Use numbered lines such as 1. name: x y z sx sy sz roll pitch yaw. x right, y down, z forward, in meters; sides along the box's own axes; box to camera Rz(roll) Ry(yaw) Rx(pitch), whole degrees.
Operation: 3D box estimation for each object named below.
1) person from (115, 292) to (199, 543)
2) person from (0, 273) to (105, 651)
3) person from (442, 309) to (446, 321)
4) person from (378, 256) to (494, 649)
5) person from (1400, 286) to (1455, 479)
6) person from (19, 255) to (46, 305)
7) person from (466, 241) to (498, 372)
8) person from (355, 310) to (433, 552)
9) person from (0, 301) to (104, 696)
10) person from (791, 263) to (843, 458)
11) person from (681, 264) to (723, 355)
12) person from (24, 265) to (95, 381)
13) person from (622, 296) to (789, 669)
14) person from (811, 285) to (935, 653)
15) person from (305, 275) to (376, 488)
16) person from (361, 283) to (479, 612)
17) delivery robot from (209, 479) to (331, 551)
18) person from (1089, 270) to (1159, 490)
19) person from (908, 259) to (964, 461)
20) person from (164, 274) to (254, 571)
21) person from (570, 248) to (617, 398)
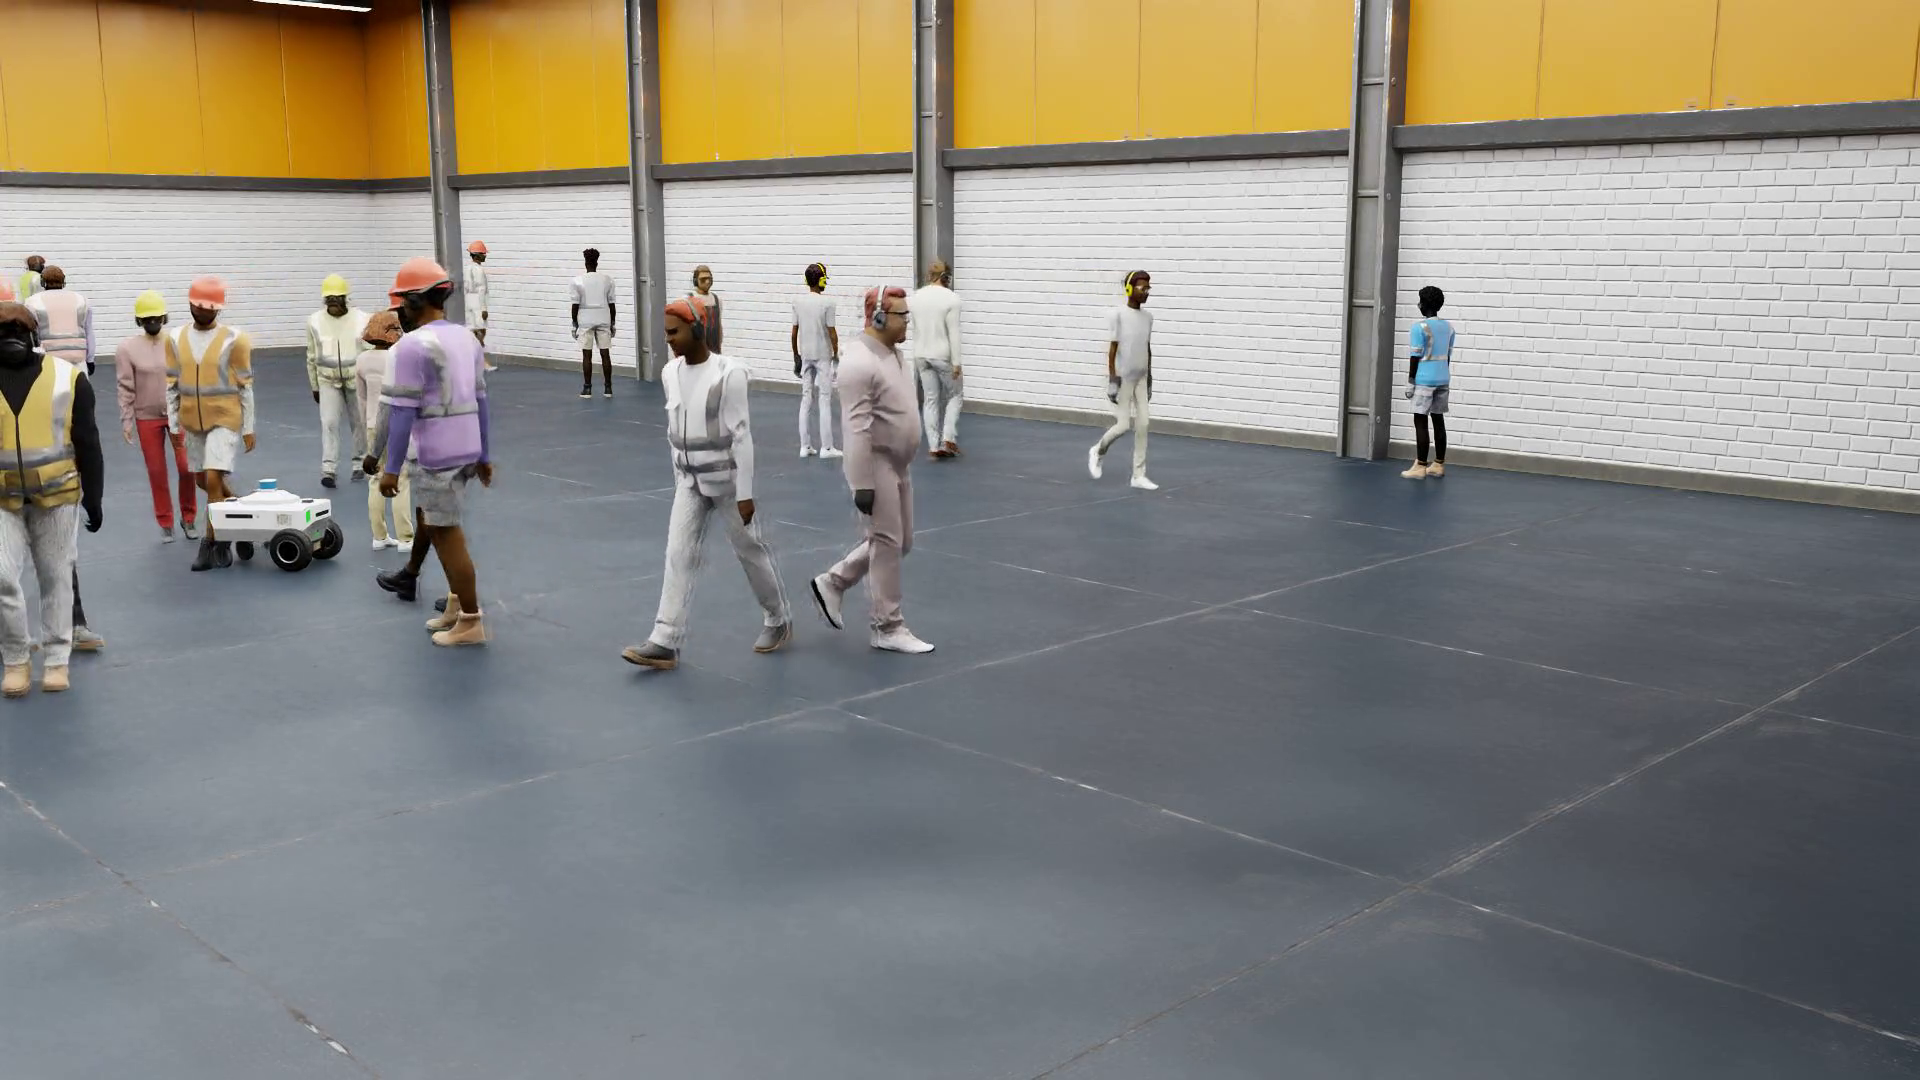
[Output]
1. person: -5.514 -0.833 11.496 0.537 1.745 0.442 -5 12 -26
2. person: -4.729 -0.365 8.344 0.812 1.957 0.614 6 12 29
3. person: -4.447 -1.216 13.901 0.455 1.618 0.516 2 11 11
4. person: -2.715 -0.434 8.564 0.621 2.019 0.621 2 11 11
5. person: 4.123 -1.379 14.624 0.532 1.694 0.319 -8 13 -37
6. person: -13.798 -3.348 24.964 0.651 1.832 0.447 7 13 35
7. person: -7.524 -3.656 26.073 0.375 2.044 0.605 -6 12 -31
8. person: -3.844 -0.730 11.236 0.500 1.633 0.285 5 12 27
9. person: -4.309 -0.180 7.693 0.652 1.829 0.521 -5 12 -27
10. person: -1.372 -1.718 15.992 0.532 1.866 0.319 5 12 26
11. person: -2.734 -1.993 17.581 0.514 1.829 0.502 -7 13 -35
12. person: -8.783 -1.753 16.246 0.625 1.843 0.430 -10 14 -43
13. person: -1.237 -0.292 8.279 0.631 1.847 0.988 8 13 36
14. person: -0.462 -0.362 8.544 0.648 1.889 0.654 3 11 17
15. person: -5.232 -1.333 14.097 0.595 1.792 0.890 -3 11 -14
16. person: -3.094 -0.537 9.448 0.859 1.895 0.550 4 11 23
17. delivery robot: -4.461 -0.150 10.758 0.707 0.478 0.477 1 10 5
18. person: 1.402 -1.357 14.076 0.530 1.849 0.634 -8 13 -36
19. person: -0.217 -1.709 15.824 0.632 1.905 0.475 6 12 31
20. person: -4.847 -0.791 10.875 0.547 1.896 0.856 0 10 1
21. person: -4.824 -2.853 21.906 0.609 1.965 0.364 -5 11 -24
